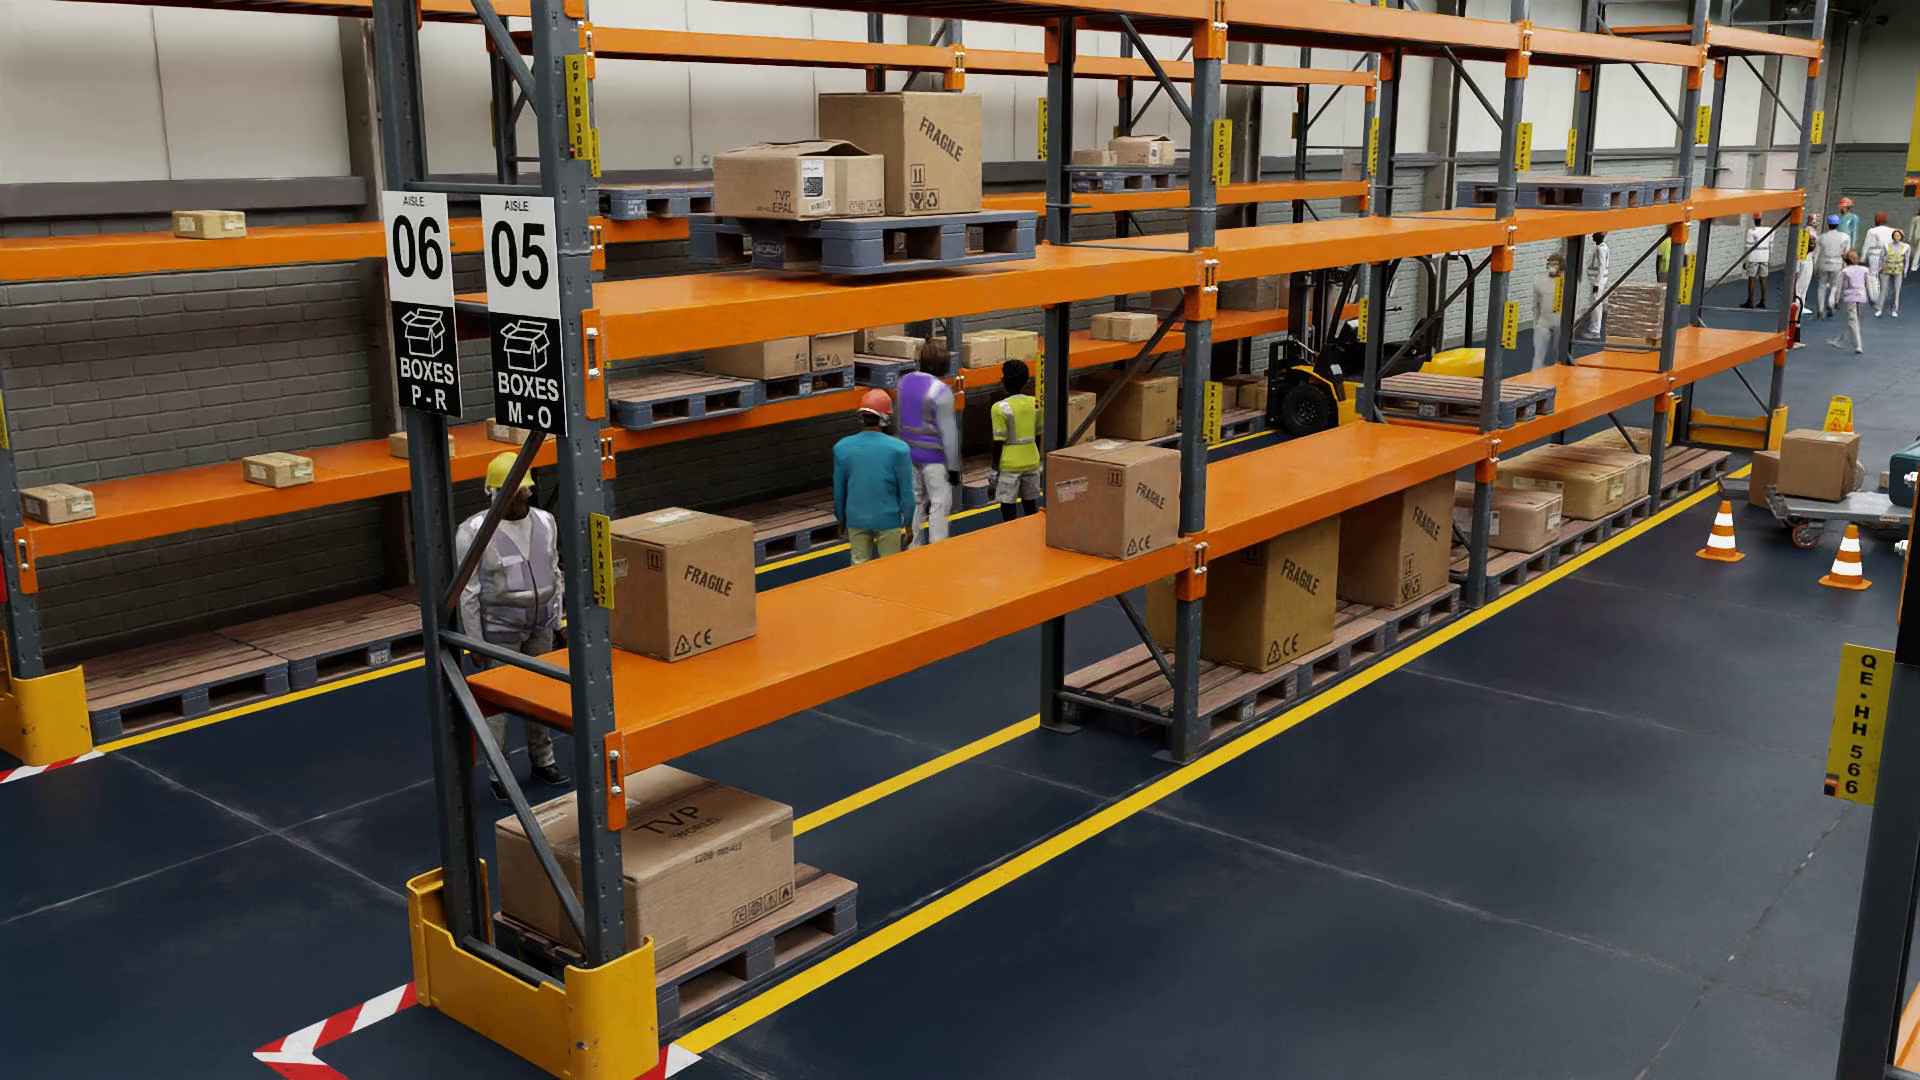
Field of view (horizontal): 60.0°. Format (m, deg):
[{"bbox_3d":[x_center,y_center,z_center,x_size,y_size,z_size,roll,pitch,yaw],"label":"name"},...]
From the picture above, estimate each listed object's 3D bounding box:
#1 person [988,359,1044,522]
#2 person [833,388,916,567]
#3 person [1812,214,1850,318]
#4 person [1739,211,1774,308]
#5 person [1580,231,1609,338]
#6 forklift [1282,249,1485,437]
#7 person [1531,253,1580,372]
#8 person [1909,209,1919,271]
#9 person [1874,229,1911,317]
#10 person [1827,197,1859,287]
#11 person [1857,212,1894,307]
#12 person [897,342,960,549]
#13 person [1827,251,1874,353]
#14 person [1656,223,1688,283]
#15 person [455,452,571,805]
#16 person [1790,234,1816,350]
[{"bbox_3d":[0.439,-0.581,13.142,0.540,1.695,0.317,-12,18,-40],"label":"person"},{"bbox_3d":[-0.571,-0.157,11.302,0.573,1.749,0.342,4,14,14],"label":"person"},{"bbox_3d":[16.239,-5.098,31.053,0.632,1.929,0.491,7,15,26],"label":"person"},{"bbox_3d":[15.789,-5.556,32.954,0.557,1.924,0.431,-1,14,-5],"label":"person"},{"bbox_3d":[10.778,-4.370,28.184,0.345,1.883,0.584,4,14,15],"label":"person"},{"bbox_3d":[4.886,-2.214,18.767,2.313,2.155,1.214,11,18,38],"label":"forklift"},{"bbox_3d":[7.851,-2.852,22.023,0.639,1.885,1.052,10,17,34],"label":"person"},{"bbox_3d":[24.254,-7.607,41.957,0.839,1.589,0.519,-11,18,-38],"label":"person"},{"bbox_3d":[17.629,-5.046,31.443,0.510,1.640,0.308,8,16,30],"label":"person"},{"bbox_3d":[19.866,-6.688,37.380,0.964,2.011,0.620,-5,15,-20],"label":"person"},{"bbox_3d":[18.297,-5.608,33.288,0.577,1.859,0.704,-3,14,-14],"label":"person"},{"bbox_3d":[-0.228,-0.643,13.140,0.429,1.828,0.654,-12,18,-39],"label":"person"},{"bbox_3d":[14.177,-3.776,26.393,0.559,1.573,0.857,-2,14,-6],"label":"person"},{"bbox_3d":[13.131,-4.956,30.746,0.568,1.807,0.945,3,14,12],"label":"person"},{"bbox_3d":[-2.310,0.446,8.677,0.404,1.837,0.590,12,18,41],"label":"person"},{"bbox_3d":[13.471,-3.977,26.698,0.503,1.837,0.350,-12,18,-40],"label":"person"}]
